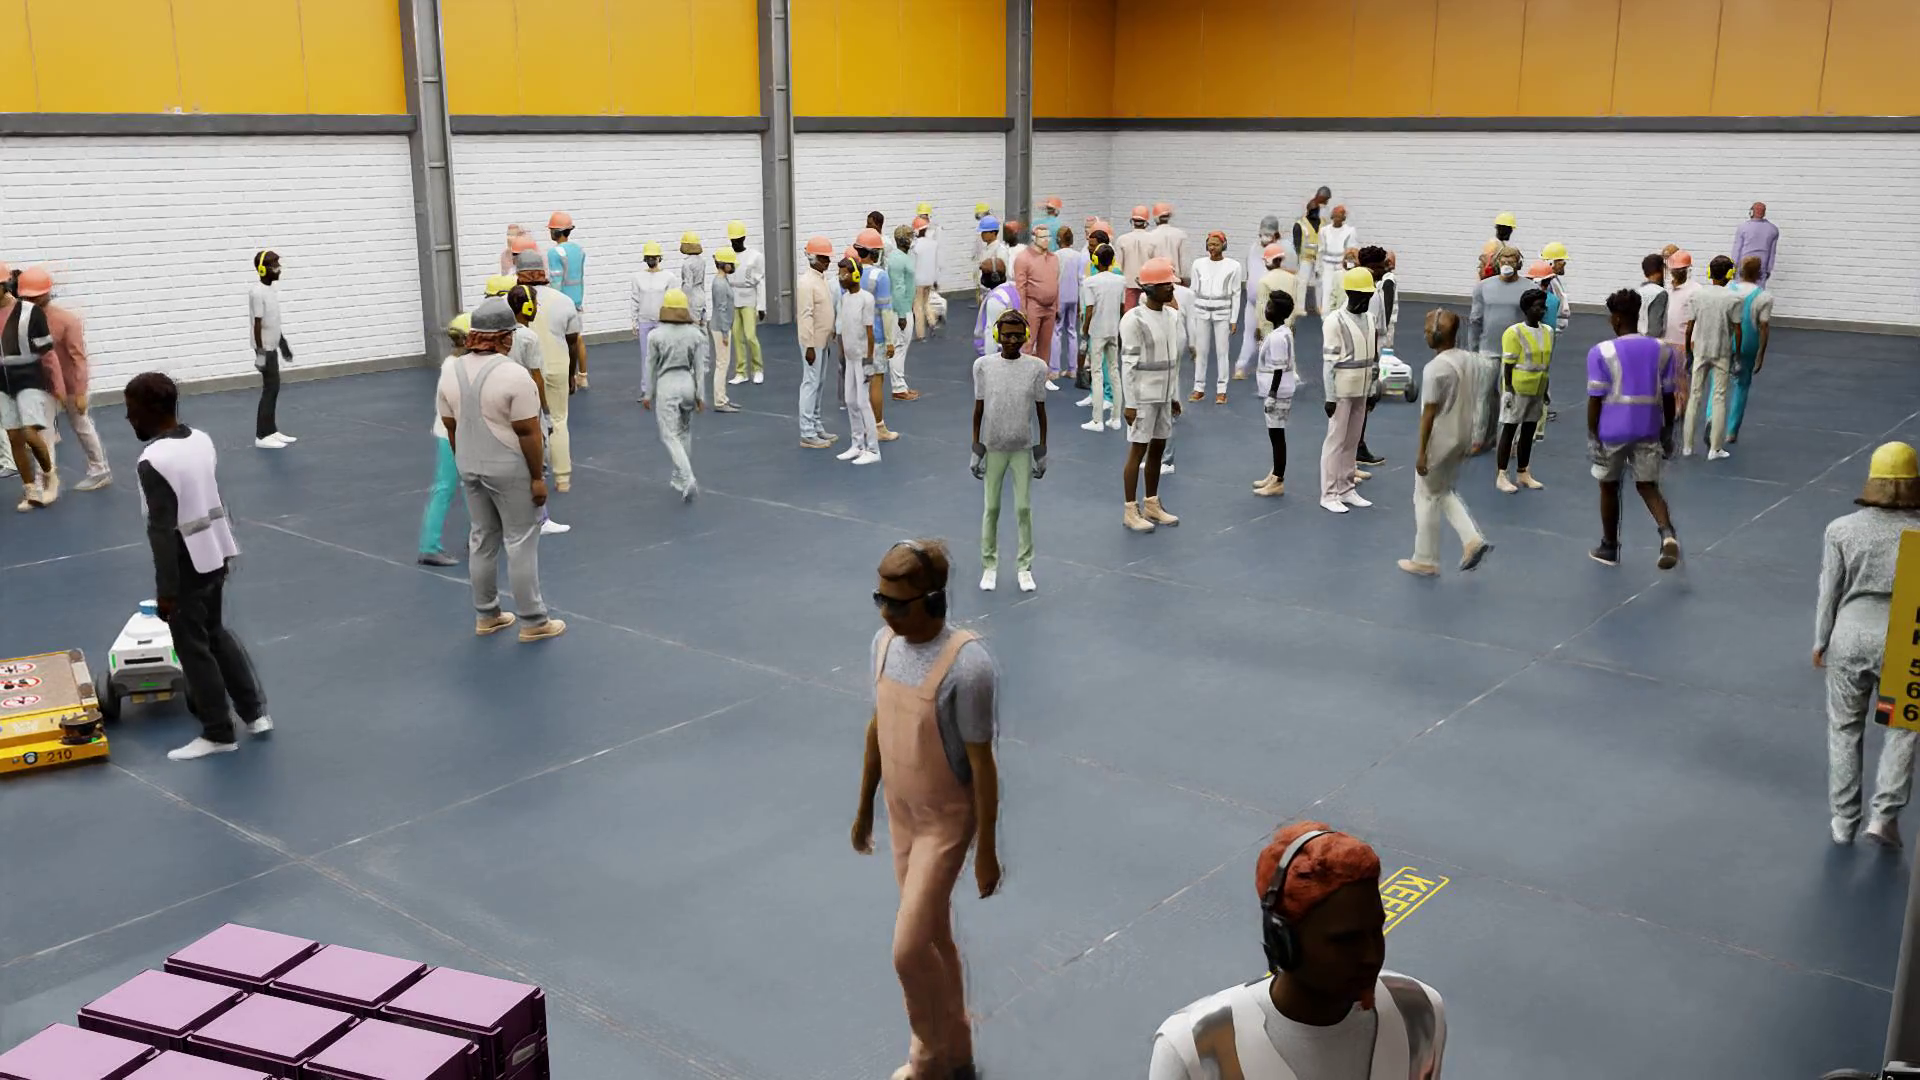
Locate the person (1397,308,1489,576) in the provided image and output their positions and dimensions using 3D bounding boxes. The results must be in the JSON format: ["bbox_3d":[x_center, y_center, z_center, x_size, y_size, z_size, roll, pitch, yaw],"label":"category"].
[{"bbox_3d":[3.260,-0.631,11.120,0.516,1.828,0.522,-11,18,-36],"label":"person"}]

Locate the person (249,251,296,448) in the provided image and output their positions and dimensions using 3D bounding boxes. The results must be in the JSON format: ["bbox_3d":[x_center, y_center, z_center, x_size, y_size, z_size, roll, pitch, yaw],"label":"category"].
[{"bbox_3d":[-6.544,-1.809,15.780,0.358,1.856,0.590,-2,14,-8],"label":"person"}]

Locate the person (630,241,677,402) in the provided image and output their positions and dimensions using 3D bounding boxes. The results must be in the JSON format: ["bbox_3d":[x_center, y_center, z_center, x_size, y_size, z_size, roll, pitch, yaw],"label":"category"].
[{"bbox_3d":[-3.356,-2.393,18.289,0.525,1.772,0.309,1,14,2],"label":"person"}]

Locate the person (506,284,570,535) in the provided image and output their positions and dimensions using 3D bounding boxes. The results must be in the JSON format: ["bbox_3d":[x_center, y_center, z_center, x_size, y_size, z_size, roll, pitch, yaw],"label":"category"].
[{"bbox_3d":[-3.205,-0.963,12.388,0.509,1.863,0.328,12,19,40],"label":"person"}]

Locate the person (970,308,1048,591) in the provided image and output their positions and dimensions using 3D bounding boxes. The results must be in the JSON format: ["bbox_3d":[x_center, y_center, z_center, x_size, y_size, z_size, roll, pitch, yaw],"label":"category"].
[{"bbox_3d":[0.319,-0.581,10.871,0.509,1.860,0.334,0,14,2],"label":"person"}]

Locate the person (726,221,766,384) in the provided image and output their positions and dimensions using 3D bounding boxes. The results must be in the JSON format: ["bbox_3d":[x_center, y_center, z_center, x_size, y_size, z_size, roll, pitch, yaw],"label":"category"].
[{"bbox_3d":[-2.568,-2.779,19.539,0.600,1.916,0.390,6,15,24],"label":"person"}]

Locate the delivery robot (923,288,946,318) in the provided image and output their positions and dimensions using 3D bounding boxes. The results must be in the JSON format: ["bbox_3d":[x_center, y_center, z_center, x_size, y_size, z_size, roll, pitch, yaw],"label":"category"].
[{"bbox_3d":[-0.448,-3.622,25.470,0.477,0.478,0.707,-4,15,-15],"label":"delivery robot"}]

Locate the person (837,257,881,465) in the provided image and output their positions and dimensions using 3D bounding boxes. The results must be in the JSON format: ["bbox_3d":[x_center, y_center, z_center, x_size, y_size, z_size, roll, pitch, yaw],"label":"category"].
[{"bbox_3d":[-0.932,-1.616,15.021,0.327,1.853,0.526,-9,17,-33],"label":"person"}]

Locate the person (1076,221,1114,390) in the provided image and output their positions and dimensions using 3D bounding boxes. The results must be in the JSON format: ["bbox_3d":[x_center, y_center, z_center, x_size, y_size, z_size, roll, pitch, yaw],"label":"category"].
[{"bbox_3d":[1.581,-2.701,19.200,0.388,1.929,0.548,11,18,37],"label":"person"}]

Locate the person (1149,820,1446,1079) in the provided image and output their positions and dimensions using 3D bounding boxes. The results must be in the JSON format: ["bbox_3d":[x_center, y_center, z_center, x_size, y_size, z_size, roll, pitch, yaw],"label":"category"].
[{"bbox_3d":[0.590,1.390,2.935,0.579,1.884,0.352,-6,15,-21],"label":"person"}]

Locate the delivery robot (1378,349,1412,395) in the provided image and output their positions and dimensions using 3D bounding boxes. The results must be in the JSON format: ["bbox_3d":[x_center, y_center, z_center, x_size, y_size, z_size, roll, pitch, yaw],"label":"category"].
[{"bbox_3d":[4.748,-1.874,18.483,0.477,0.478,0.707,-1,14,-6],"label":"delivery robot"}]

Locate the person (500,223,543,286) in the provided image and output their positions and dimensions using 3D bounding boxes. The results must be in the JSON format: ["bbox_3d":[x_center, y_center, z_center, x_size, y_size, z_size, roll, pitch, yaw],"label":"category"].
[{"bbox_3d":[-5.159,-2.820,19.768,0.654,1.882,0.763,9,17,33],"label":"person"}]

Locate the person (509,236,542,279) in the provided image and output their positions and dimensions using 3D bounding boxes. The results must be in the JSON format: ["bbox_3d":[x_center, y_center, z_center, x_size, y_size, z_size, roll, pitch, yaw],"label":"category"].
[{"bbox_3d":[-4.352,-2.082,16.726,0.387,1.929,0.546,-4,15,-16],"label":"person"}]

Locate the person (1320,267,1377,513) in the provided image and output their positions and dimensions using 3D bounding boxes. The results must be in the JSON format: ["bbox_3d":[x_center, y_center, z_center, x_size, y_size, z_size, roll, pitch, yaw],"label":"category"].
[{"bbox_3d":[3.088,-1.186,13.141,0.594,1.926,0.366,-13,19,-41],"label":"person"}]

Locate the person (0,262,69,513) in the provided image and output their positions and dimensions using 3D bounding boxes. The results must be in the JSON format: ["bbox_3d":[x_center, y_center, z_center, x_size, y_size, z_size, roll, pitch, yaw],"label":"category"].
[{"bbox_3d":[-7.372,-1.193,12.990,0.687,2.014,0.515,-1,14,-4],"label":"person"}]

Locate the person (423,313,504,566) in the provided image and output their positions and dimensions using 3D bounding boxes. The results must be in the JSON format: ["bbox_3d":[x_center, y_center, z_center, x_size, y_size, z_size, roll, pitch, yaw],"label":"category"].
[{"bbox_3d":[-3.485,-0.714,11.670,0.779,1.721,0.612,-8,16,-28],"label":"person"}]

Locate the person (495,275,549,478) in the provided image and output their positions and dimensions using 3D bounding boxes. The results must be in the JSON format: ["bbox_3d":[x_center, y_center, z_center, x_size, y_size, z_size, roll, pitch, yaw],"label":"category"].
[{"bbox_3d":[-3.802,-1.373,14.218,0.524,1.769,0.308,-2,14,-6],"label":"person"}]

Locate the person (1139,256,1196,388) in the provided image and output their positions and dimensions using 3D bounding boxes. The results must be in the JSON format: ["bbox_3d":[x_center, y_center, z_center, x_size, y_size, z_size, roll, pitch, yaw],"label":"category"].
[{"bbox_3d":[2.058,-2.006,16.824,0.600,1.713,0.736,-1,14,-5],"label":"person"}]

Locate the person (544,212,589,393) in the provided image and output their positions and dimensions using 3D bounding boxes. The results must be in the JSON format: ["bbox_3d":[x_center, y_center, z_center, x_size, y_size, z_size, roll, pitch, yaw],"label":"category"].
[{"bbox_3d":[-4.509,-2.705,18.970,0.374,2.046,0.616,5,15,19],"label":"person"}]

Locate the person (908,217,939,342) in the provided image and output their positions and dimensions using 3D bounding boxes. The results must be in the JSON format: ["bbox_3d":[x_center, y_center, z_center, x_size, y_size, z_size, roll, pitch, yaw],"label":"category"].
[{"bbox_3d":[-0.541,-3.664,23.426,0.585,1.736,0.391,-13,19,-43],"label":"person"}]

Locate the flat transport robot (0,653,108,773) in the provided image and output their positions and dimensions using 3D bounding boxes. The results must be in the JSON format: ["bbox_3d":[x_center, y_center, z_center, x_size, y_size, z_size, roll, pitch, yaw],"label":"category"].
[{"bbox_3d":[-4.745,0.840,8.405,0.652,0.197,1.431,-8,16,-30],"label":"flat transport robot"}]

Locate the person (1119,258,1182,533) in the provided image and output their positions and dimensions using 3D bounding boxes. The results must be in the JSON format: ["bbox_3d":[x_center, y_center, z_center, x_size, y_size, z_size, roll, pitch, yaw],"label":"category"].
[{"bbox_3d":[1.454,-1.088,12.506,0.356,2.047,0.615,13,19,43],"label":"person"}]

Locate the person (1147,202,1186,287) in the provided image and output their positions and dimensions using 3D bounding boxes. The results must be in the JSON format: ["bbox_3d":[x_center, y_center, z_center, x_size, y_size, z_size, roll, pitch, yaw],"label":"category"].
[{"bbox_3d":[2.701,-3.570,22.545,0.653,1.980,0.522,-5,15,-19],"label":"person"}]

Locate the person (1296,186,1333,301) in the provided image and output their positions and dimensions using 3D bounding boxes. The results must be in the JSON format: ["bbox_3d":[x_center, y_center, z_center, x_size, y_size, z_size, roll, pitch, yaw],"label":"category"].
[{"bbox_3d":[6.186,-5.148,28.745,1.035,2.000,0.701,-12,19,-41],"label":"person"}]

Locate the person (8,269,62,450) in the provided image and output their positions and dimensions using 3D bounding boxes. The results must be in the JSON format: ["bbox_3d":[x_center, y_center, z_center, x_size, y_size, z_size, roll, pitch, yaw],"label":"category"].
[{"bbox_3d":[-8.743,-1.708,15.719,0.320,1.686,0.539,-5,15,-18],"label":"person"}]

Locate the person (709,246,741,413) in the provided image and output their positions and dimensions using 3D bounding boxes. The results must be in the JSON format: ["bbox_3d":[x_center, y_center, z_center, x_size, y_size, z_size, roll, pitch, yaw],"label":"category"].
[{"bbox_3d":[-2.490,-2.231,17.671,0.344,1.758,0.532,-2,14,-7],"label":"person"}]

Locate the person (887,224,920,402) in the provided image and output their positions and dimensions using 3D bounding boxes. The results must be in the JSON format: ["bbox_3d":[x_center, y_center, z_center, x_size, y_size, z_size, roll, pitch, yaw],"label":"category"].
[{"bbox_3d":[-0.629,-2.515,18.432,0.372,1.940,0.627,1,14,3],"label":"person"}]

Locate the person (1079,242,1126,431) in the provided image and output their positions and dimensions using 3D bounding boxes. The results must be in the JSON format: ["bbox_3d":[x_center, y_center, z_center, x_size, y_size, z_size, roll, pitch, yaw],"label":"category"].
[{"bbox_3d":[1.418,-2.018,16.585,0.513,1.871,0.329,-7,16,-27],"label":"person"}]

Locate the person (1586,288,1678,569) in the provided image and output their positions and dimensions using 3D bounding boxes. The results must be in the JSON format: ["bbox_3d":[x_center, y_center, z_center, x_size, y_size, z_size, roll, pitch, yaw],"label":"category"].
[{"bbox_3d":[4.586,-0.722,11.288,0.636,1.933,0.750,-1,14,-5],"label":"person"}]

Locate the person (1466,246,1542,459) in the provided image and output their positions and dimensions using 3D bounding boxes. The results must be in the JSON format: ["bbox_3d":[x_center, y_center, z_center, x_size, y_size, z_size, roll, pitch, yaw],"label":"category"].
[{"bbox_3d":[4.966,-1.716,15.238,0.632,1.940,0.372,6,15,22],"label":"person"}]

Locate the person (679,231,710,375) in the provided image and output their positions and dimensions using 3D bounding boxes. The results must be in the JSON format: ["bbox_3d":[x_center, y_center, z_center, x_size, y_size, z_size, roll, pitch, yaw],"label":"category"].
[{"bbox_3d":[-3.270,-2.898,20.358,0.295,1.744,0.485,4,15,15],"label":"person"}]

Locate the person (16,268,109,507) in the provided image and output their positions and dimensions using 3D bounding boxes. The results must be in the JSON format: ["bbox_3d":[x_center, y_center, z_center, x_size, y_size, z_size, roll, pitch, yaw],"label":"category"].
[{"bbox_3d":[-7.305,-1.253,13.475,0.622,1.903,1.112,0,14,0],"label":"person"}]

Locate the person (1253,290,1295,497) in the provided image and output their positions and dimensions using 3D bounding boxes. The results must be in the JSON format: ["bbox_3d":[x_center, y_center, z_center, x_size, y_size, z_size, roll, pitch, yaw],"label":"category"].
[{"bbox_3d":[2.592,-1.207,13.688,0.318,1.700,0.535,3,14,11],"label":"person"}]

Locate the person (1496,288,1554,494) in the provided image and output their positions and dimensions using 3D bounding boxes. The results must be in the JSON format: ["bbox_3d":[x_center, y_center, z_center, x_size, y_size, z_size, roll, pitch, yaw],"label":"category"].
[{"bbox_3d":[4.708,-1.241,13.831,0.532,1.696,0.319,-8,16,-28],"label":"person"}]

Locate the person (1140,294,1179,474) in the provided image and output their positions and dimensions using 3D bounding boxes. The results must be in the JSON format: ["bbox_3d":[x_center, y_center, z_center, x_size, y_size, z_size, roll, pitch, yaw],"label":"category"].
[{"bbox_3d":[1.753,-1.393,14.568,0.280,1.633,0.502,-3,14,-10],"label":"person"}]

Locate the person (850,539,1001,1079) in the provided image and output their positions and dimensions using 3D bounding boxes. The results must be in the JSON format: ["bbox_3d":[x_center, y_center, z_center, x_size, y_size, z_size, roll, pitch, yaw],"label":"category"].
[{"bbox_3d":[-0.139,0.882,5.083,0.476,1.829,0.568,-11,18,-38],"label":"person"}]

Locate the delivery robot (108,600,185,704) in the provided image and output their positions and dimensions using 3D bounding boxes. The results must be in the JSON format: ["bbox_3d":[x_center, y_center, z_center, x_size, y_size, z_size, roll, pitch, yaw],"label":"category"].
[{"bbox_3d":[-4.239,0.559,8.762,0.477,0.478,0.707,-4,15,-16],"label":"delivery robot"}]

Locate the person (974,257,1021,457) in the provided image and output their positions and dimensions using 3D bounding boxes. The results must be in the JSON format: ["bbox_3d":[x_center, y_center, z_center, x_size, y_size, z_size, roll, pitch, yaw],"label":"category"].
[{"bbox_3d":[0.341,-1.676,15.301,0.430,1.836,0.629,4,15,16],"label":"person"}]
